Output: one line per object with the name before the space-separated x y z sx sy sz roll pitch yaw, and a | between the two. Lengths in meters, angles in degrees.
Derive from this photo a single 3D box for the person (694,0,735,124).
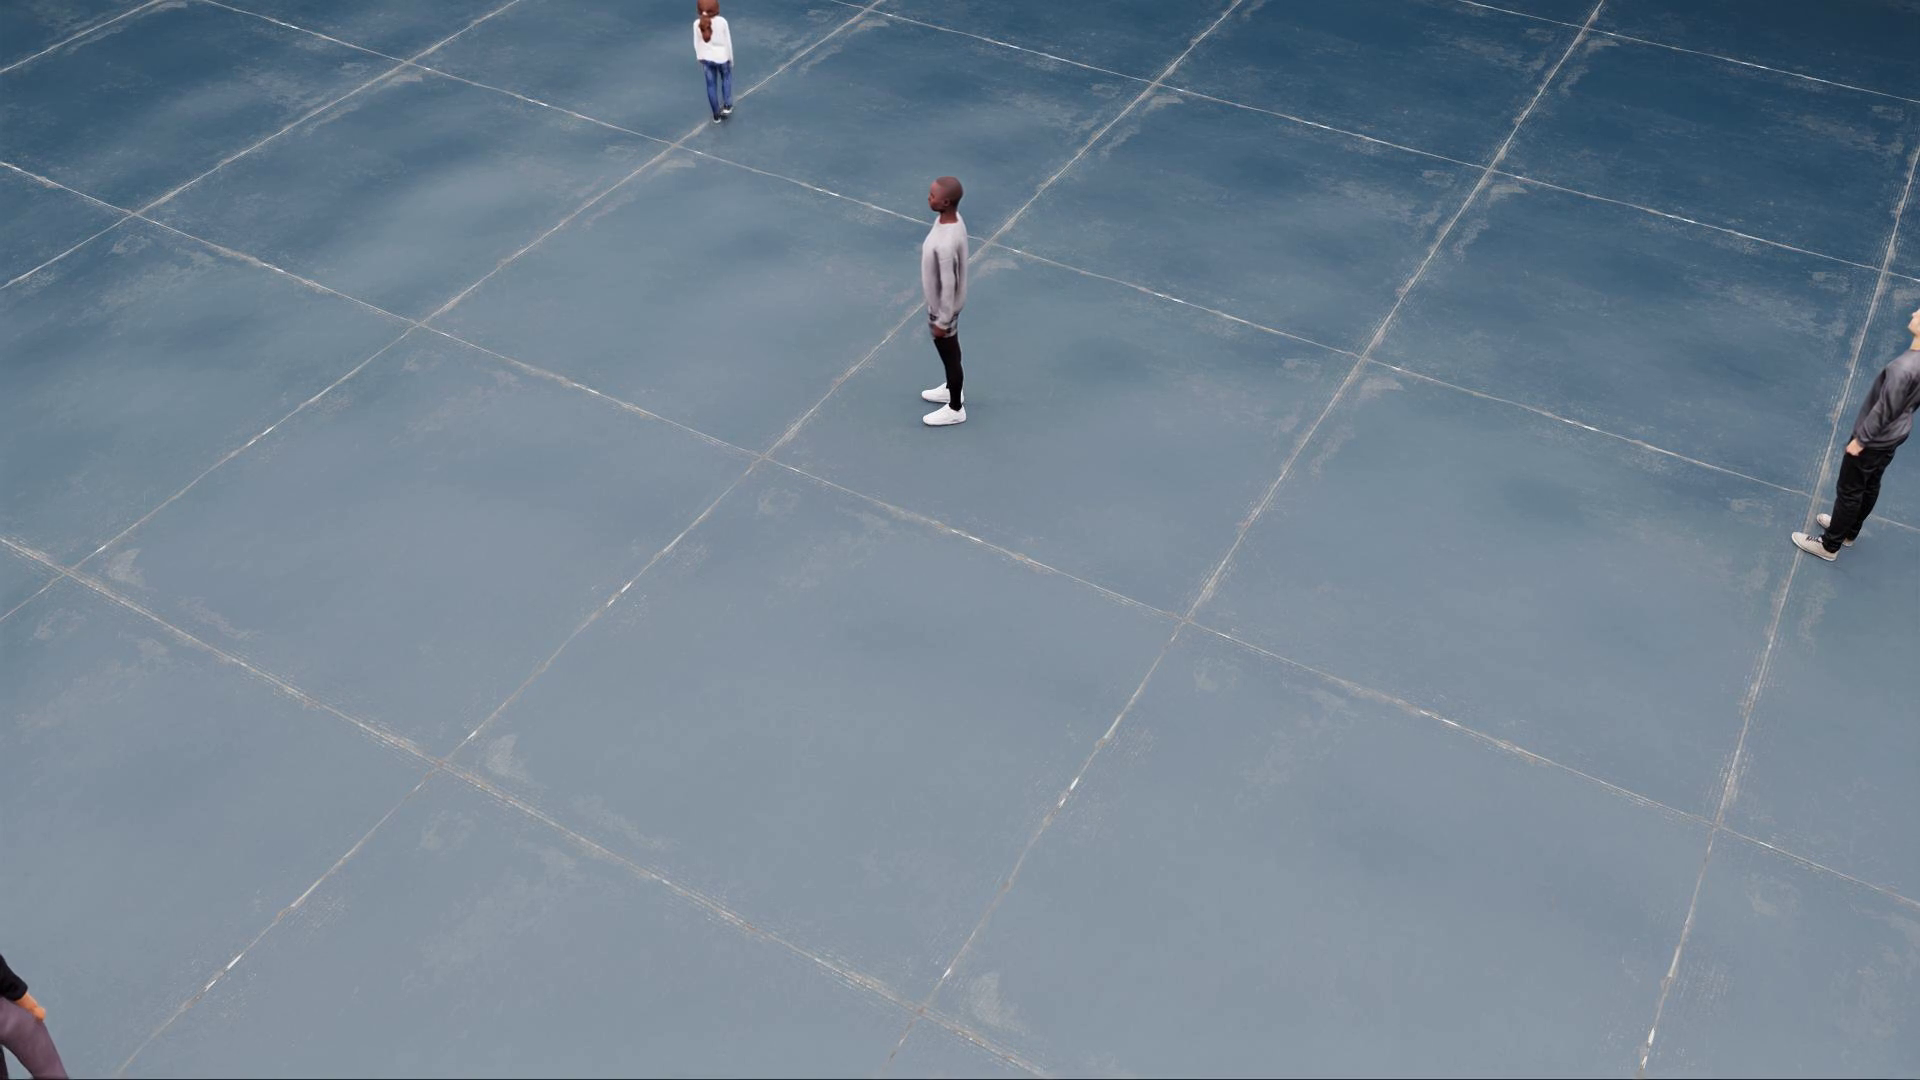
person | -2.039 -3.997 13.808 0.577 1.102 0.636 -4 42 -4

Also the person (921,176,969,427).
person | -0.080 -1.519 10.581 0.760 1.772 0.647 -1 42 -1

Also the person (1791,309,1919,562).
person | 5.326 -0.624 9.604 0.625 1.761 0.756 -25 48 -25
